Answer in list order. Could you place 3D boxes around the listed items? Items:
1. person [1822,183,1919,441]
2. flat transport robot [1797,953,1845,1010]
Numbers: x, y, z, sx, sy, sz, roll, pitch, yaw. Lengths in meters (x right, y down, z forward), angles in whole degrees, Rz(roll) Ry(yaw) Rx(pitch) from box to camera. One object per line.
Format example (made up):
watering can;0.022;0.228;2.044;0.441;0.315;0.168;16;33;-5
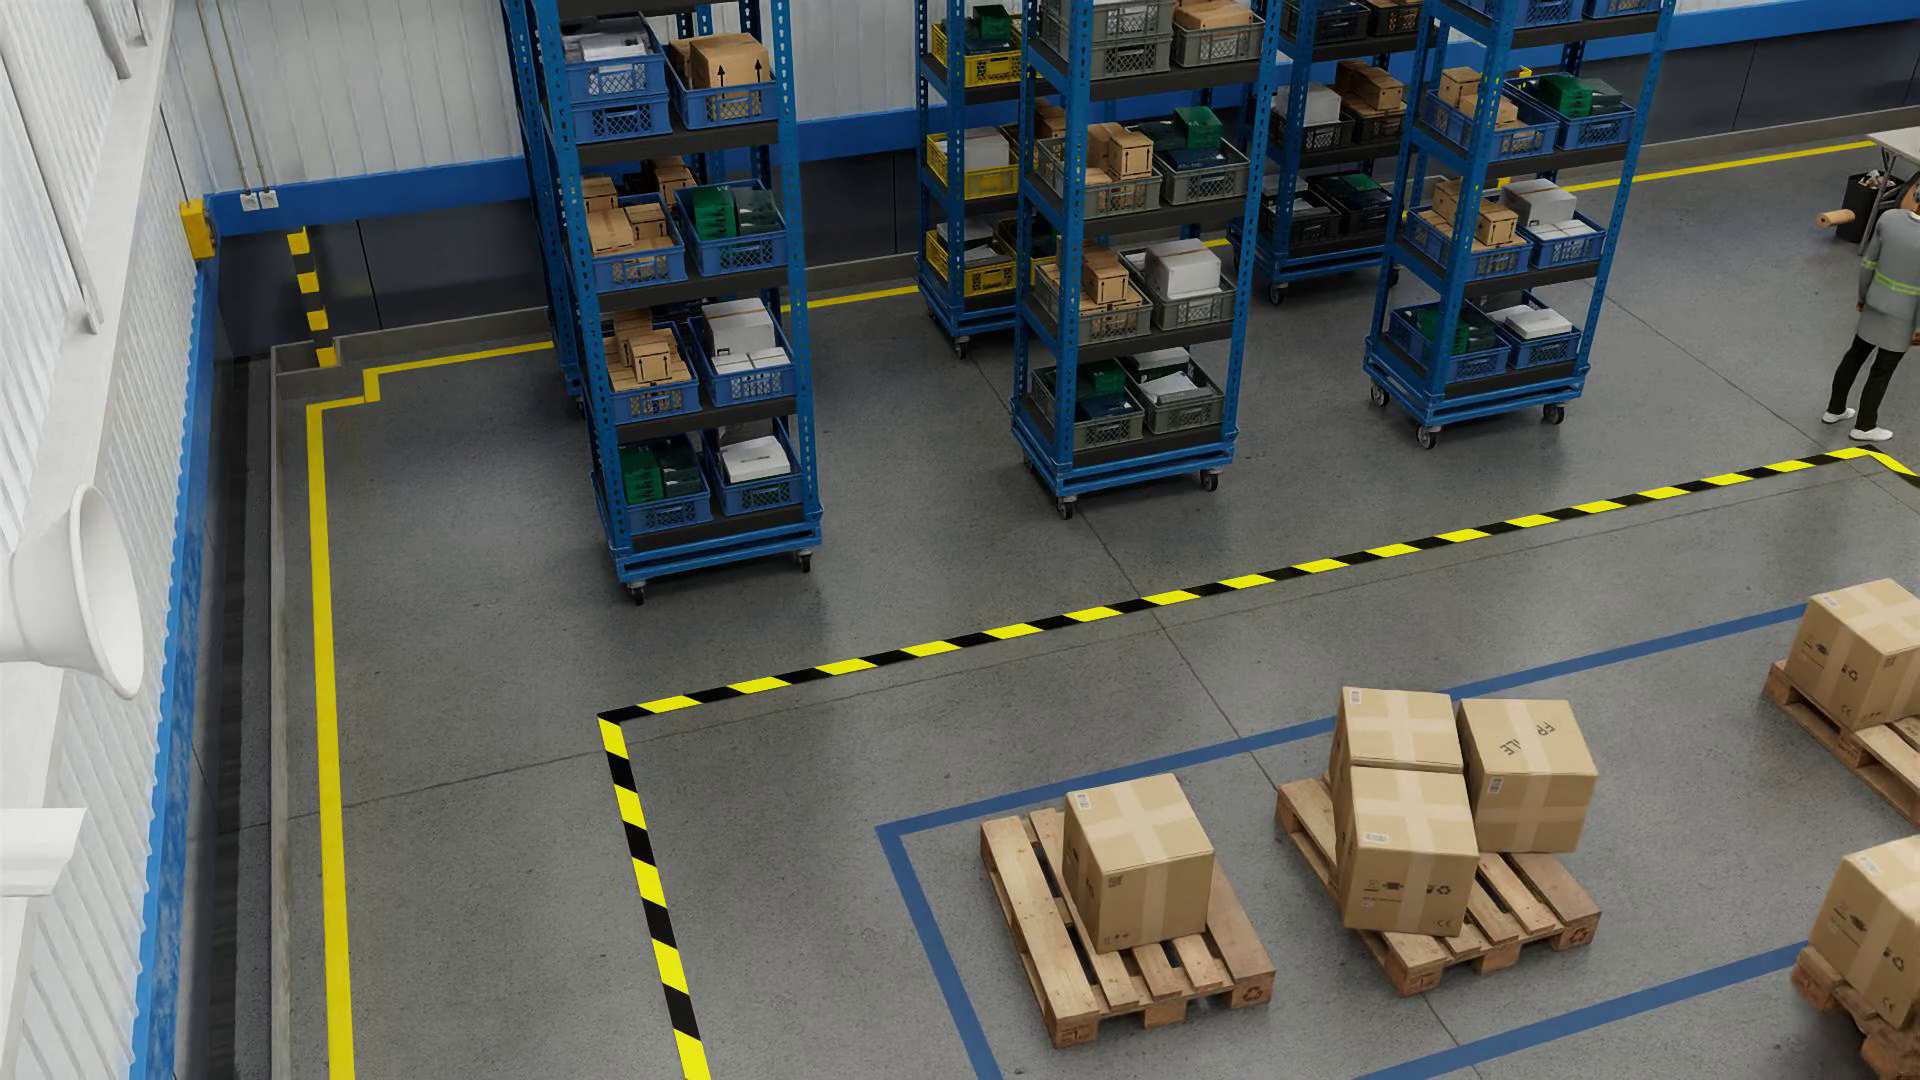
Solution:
person;6.086;-1.511;10.824;0.362;1.852;0.593;-12;37;-16
flat transport robot;4.306;2.152;6.980;0.652;0.197;1.431;-11;37;-15
